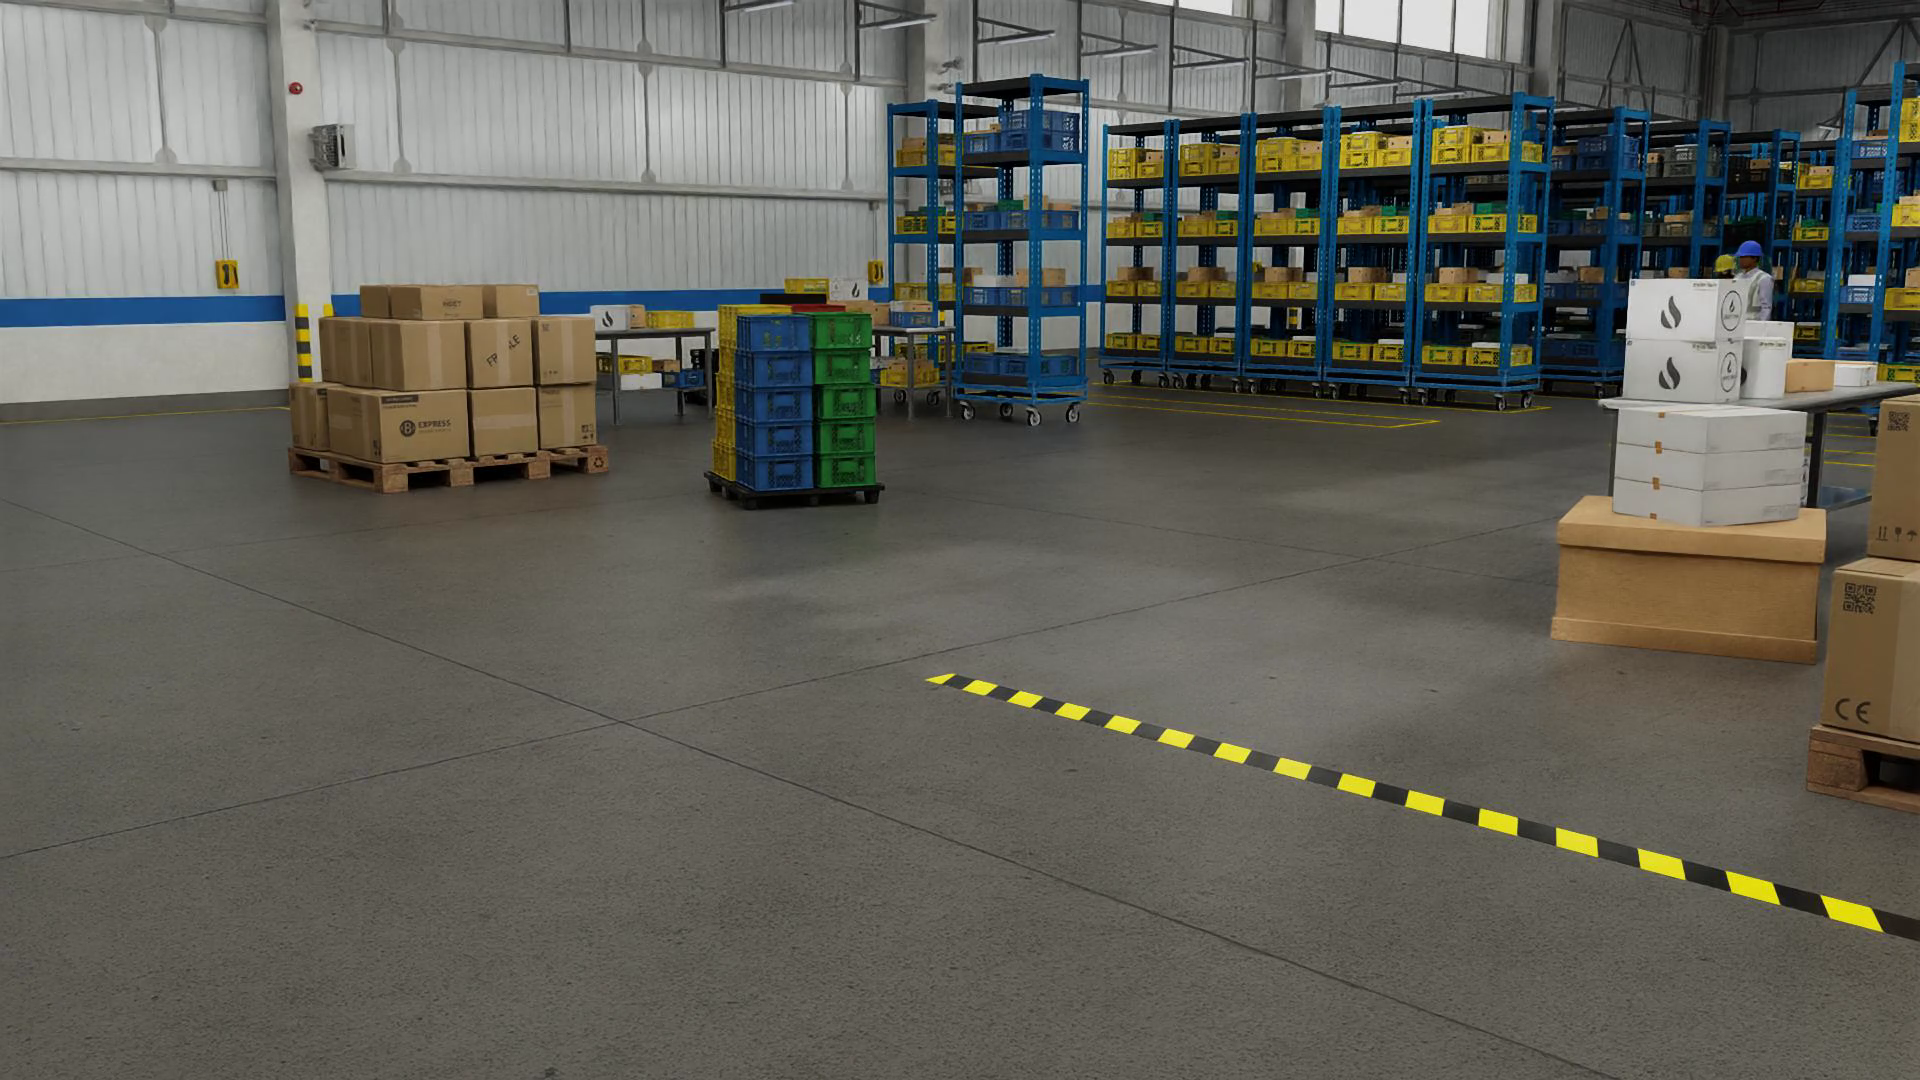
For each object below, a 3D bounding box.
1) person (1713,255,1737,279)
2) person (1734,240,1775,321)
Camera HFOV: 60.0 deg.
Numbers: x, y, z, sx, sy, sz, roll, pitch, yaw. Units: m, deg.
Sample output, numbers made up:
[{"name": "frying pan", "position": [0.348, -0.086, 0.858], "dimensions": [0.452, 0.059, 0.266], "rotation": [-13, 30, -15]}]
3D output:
[{"name": "person", "position": [9.117, -2.478, 19.758], "dimensions": [0.502, 1.802, 0.620], "rotation": [-5, 11, -29]}, {"name": "person", "position": [8.766, -2.350, 18.538], "dimensions": [0.396, 1.949, 0.602], "rotation": [-2, 10, -12]}]
